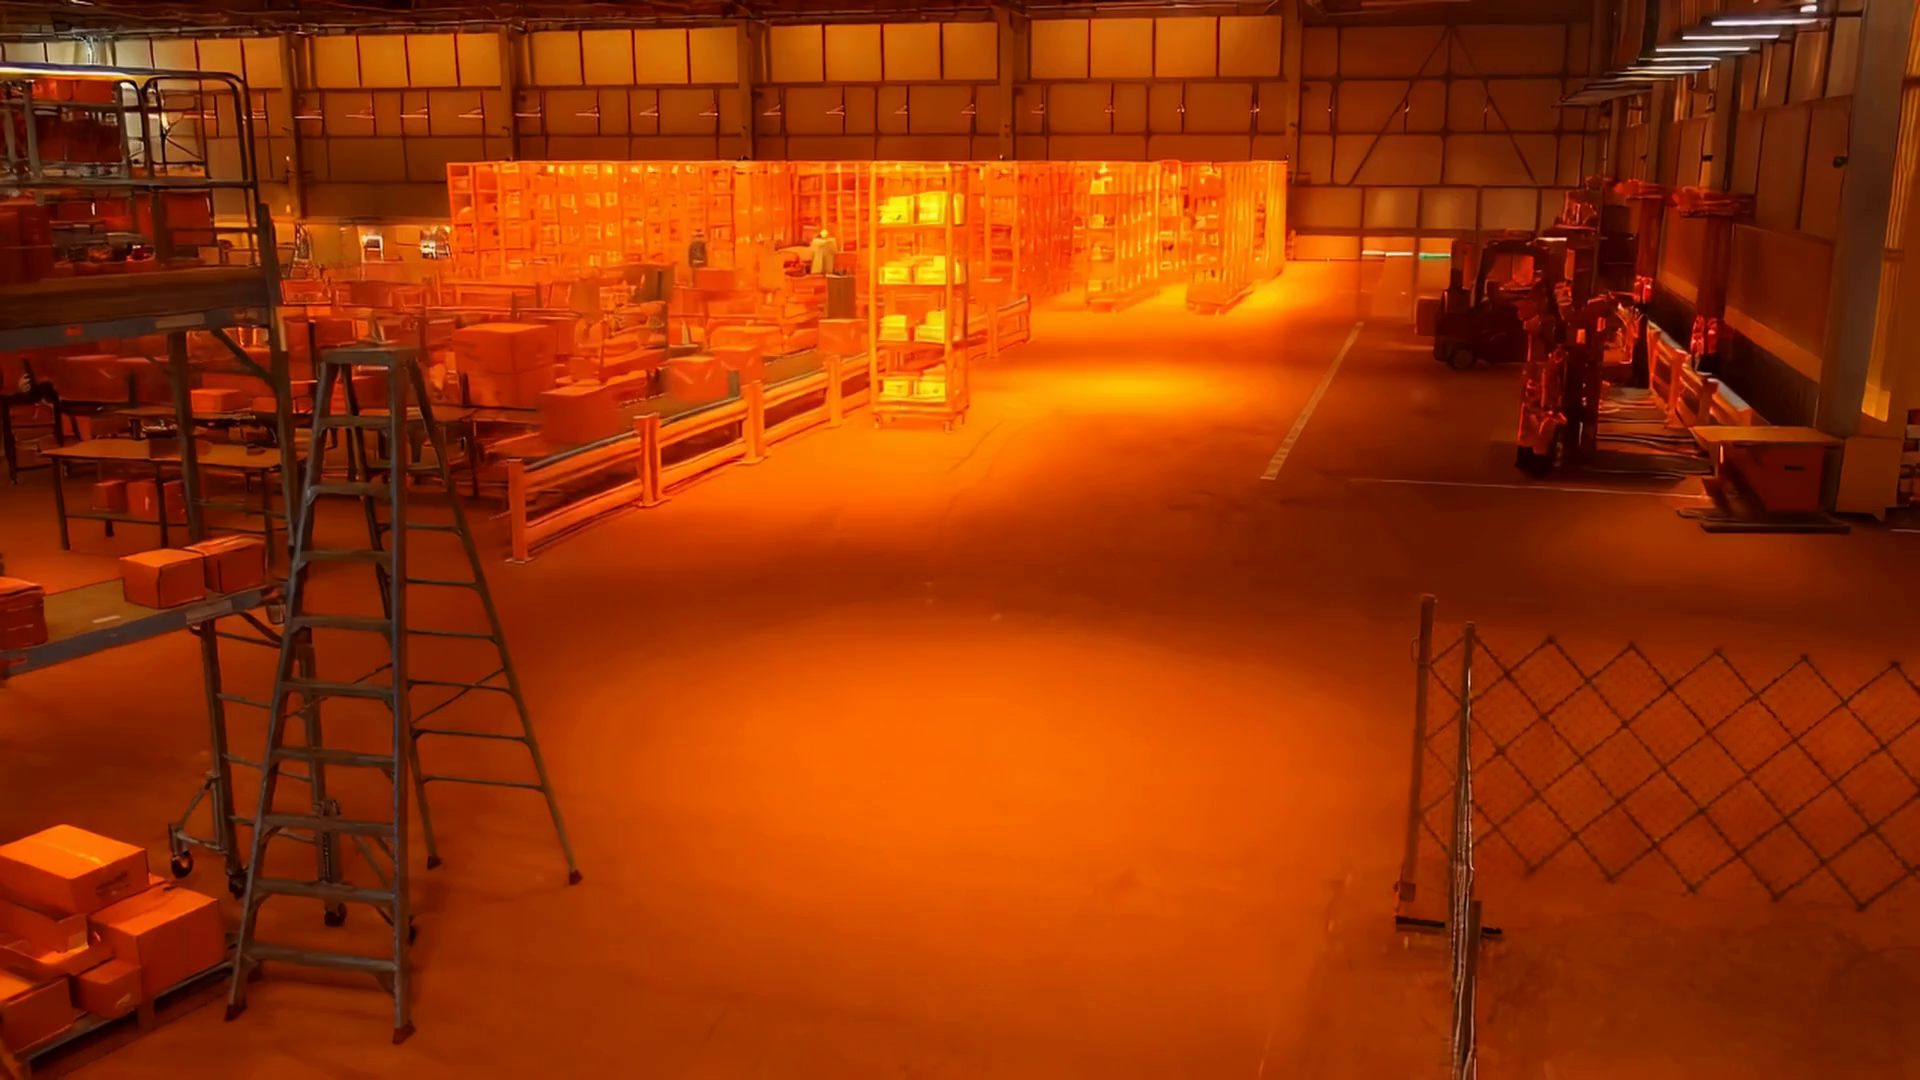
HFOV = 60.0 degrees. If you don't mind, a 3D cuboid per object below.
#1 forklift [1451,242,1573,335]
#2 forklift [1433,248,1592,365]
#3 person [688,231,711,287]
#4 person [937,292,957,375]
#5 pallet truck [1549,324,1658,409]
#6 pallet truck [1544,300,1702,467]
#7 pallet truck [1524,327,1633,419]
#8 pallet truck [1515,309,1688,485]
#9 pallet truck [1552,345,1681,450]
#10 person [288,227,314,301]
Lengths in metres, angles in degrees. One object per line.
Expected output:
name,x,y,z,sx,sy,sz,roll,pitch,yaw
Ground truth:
forklift,10.464,-4.597,31.405,2.680,1.987,1.157,4,14,16
forklift,9.780,-4.111,29.280,2.680,1.987,1.157,3,13,14
person,-7.027,-7.457,44.923,0.584,1.779,0.974,-1,13,-2
person,-0.248,-3.555,27.494,0.406,2.035,0.602,0,13,-2
pallet truck,9.824,-2.669,25.407,1.601,1.201,0.680,4,14,16
pallet truck,8.263,-1.952,20.631,1.885,1.965,0.823,5,14,20
pallet truck,9.065,-2.460,24.370,1.522,1.261,0.704,3,13,14
pallet truck,7.554,-1.677,19.446,1.885,1.965,0.823,3,13,14
pallet truck,8.641,-1.896,21.908,1.630,1.274,0.653,4,14,16
person,-16.949,-7.061,42.816,0.605,1.944,0.402,-6,14,-25
